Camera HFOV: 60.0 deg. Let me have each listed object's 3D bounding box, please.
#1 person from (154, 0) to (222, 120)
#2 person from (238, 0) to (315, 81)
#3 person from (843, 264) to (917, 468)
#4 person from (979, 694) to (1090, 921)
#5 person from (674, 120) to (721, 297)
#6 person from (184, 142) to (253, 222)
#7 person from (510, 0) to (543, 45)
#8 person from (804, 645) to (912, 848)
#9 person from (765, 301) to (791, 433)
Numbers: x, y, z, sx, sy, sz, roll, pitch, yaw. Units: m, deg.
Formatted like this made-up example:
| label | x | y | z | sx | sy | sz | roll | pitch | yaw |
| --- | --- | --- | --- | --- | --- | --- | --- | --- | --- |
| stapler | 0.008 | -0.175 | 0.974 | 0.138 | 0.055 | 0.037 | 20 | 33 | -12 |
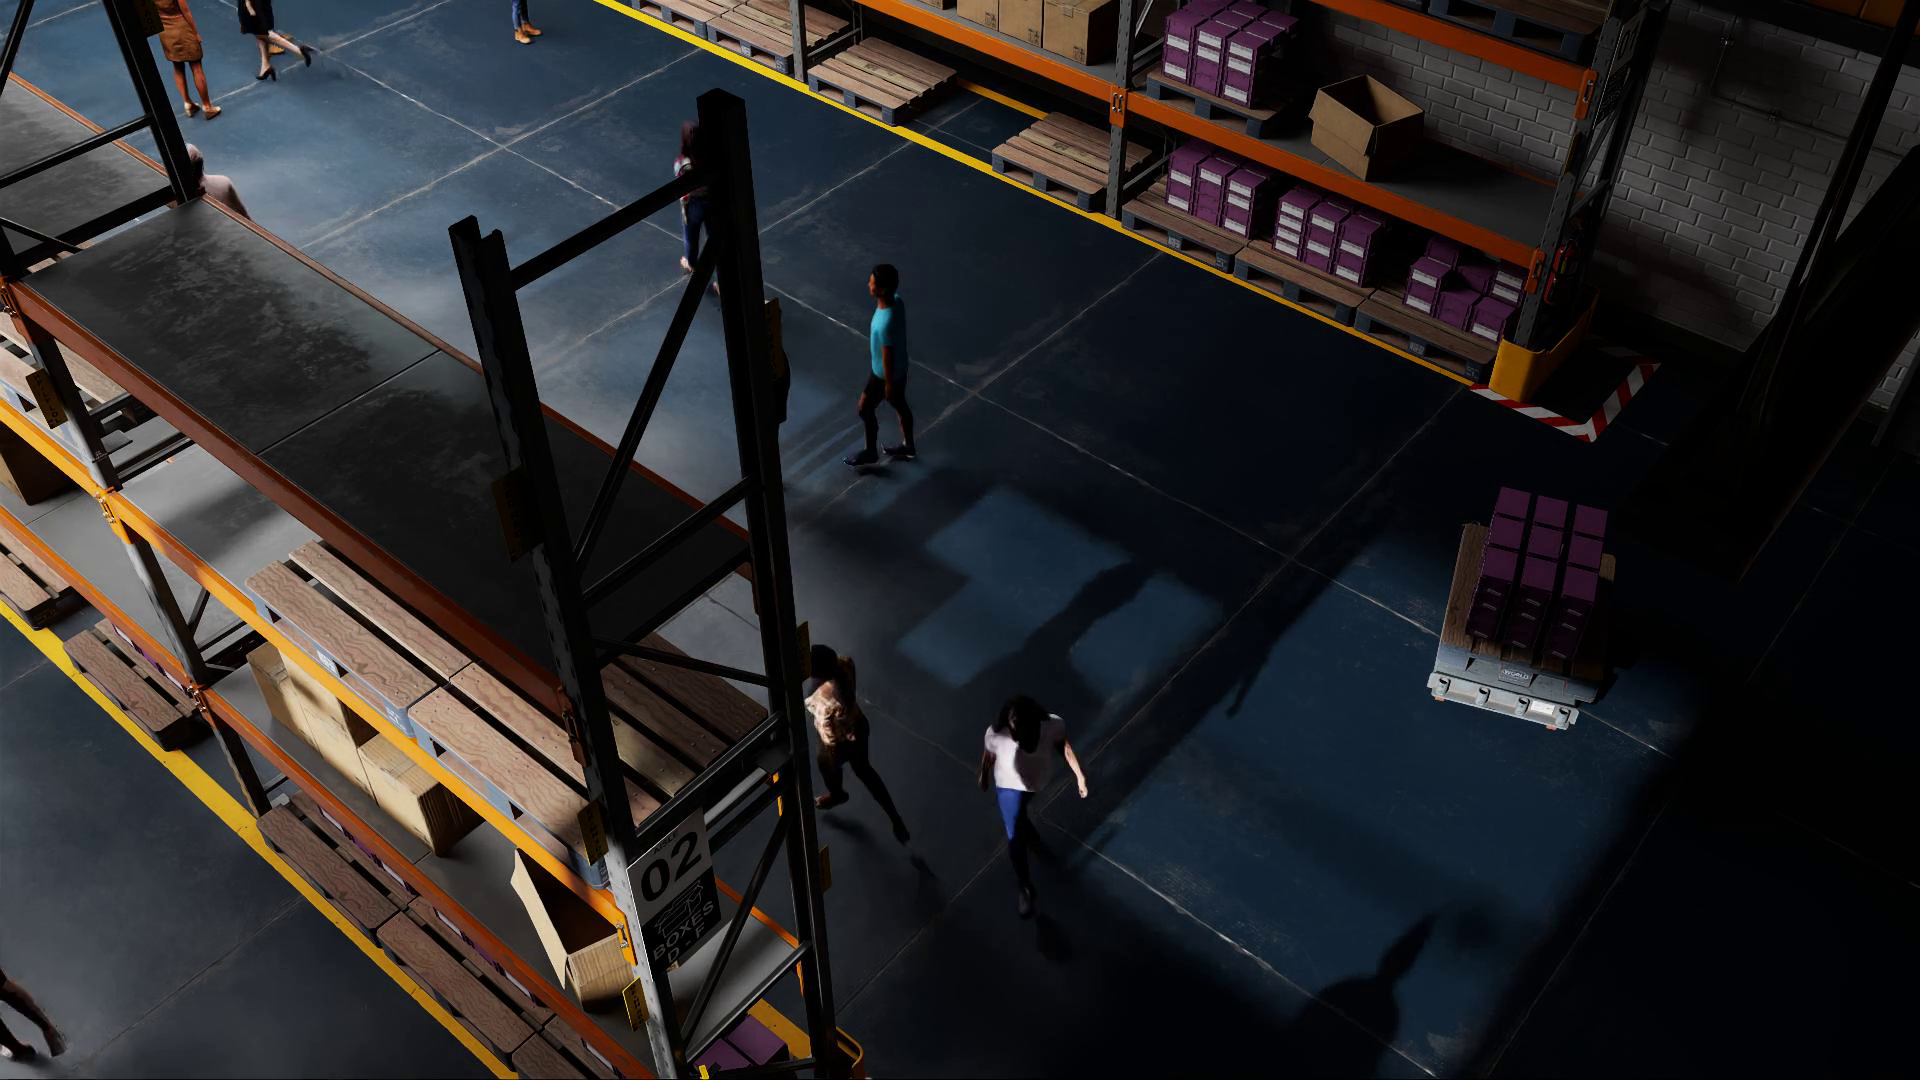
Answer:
| label | x | y | z | sx | sy | sz | roll | pitch | yaw |
| --- | --- | --- | --- | --- | --- | --- | --- | --- | --- |
| person | -7.624 | -4.928 | 16.217 | 0.585 | 1.683 | 0.697 | 9 | 44 | 9 |
| person | -6.996 | -5.414 | 16.695 | 1.014 | 1.728 | 0.923 | 0 | 44 | 0 |
| person | -0.441 | -1.268 | 12.319 | 0.940 | 1.761 | 0.871 | 2 | 44 | 3 |
| person | 0.338 | 1.342 | 9.678 | 1.028 | 1.625 | 1.172 | -18 | 47 | -18 |
| person | -2.121 | -2.752 | 14.005 | 0.802 | 1.585 | 0.987 | -20 | 47 | -20 |
| person | -5.811 | -2.248 | 13.299 | 1.160 | 1.827 | 0.679 | 33 | 53 | 30 |
| person | -4.677 | -5.890 | 17.541 | 0.548 | 1.250 | 0.542 | 17 | 46 | 17 |
| person | -0.632 | 1.199 | 9.742 | 1.004 | 1.744 | 0.764 | 25 | 49 | 24 |
| person | -1.444 | -0.967 | 12.118 | 0.792 | 1.784 | 0.841 | 1 | 44 | 1 |
